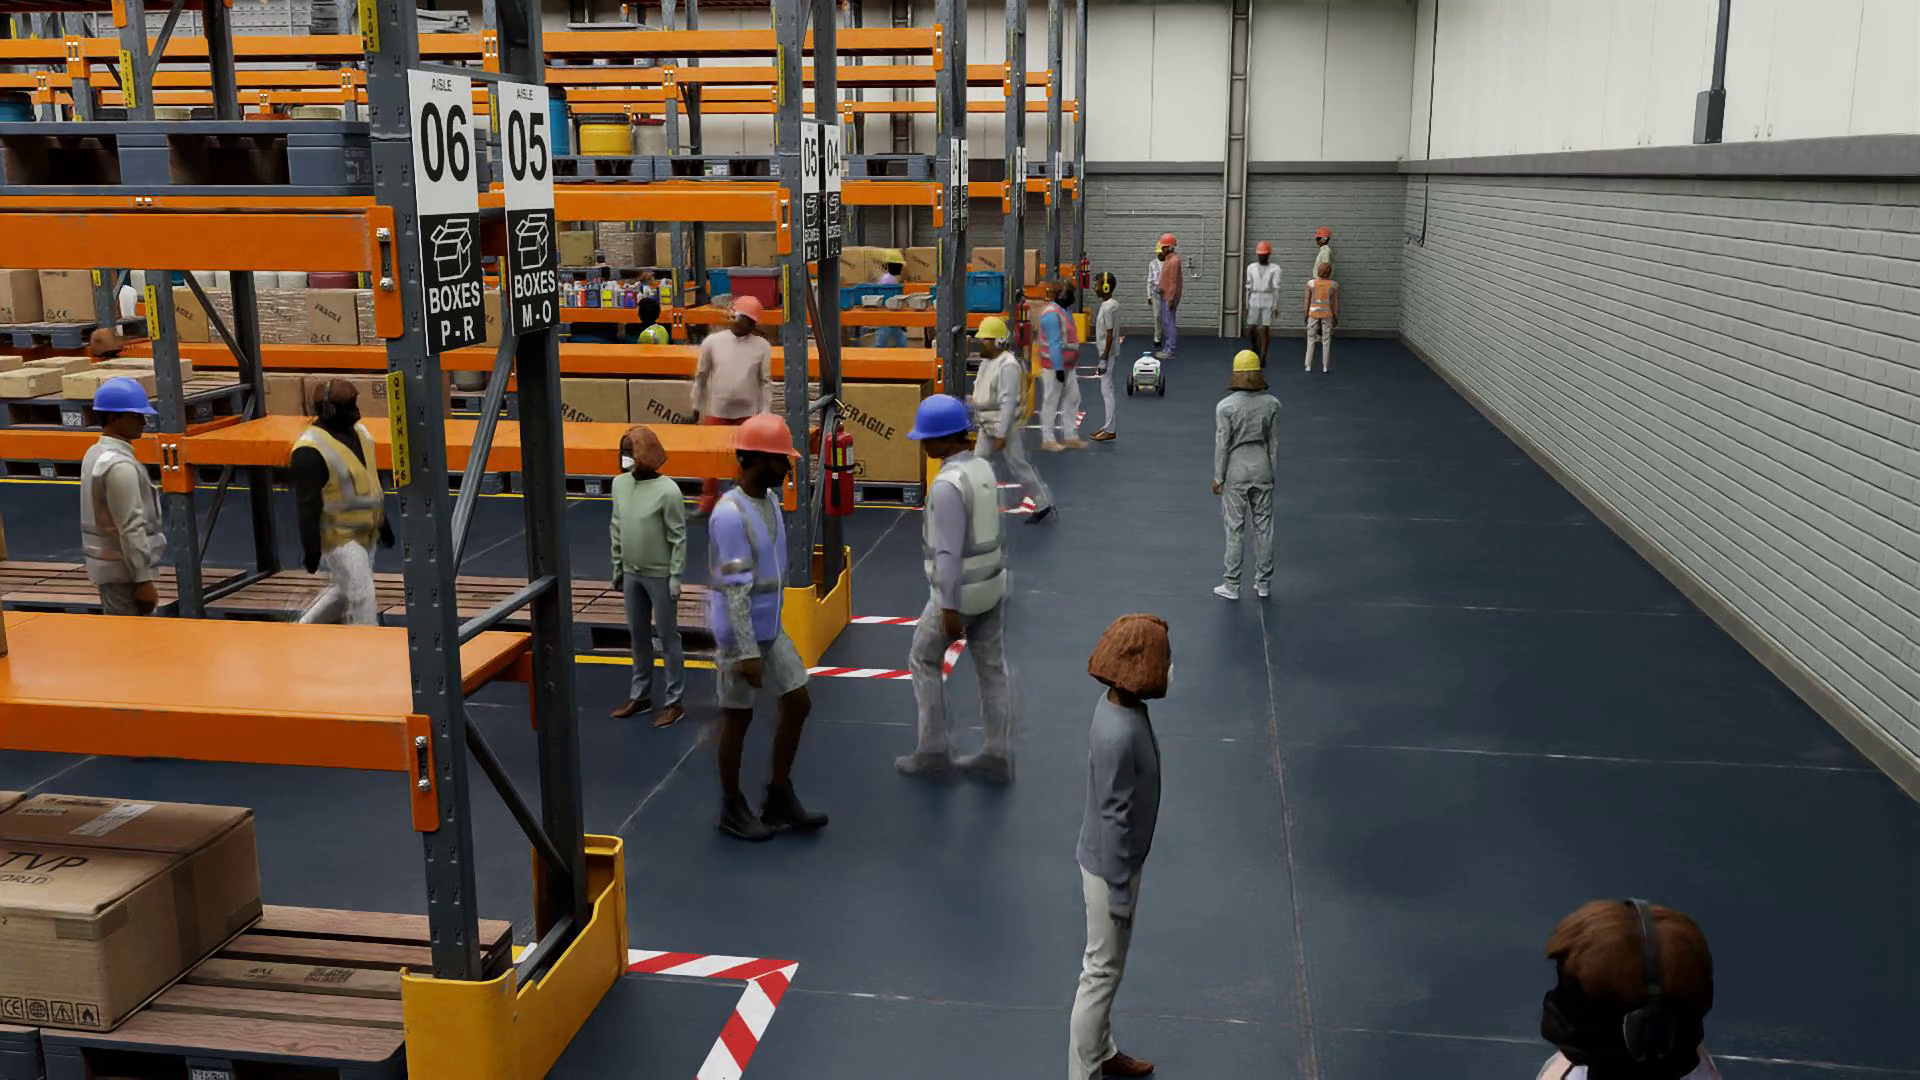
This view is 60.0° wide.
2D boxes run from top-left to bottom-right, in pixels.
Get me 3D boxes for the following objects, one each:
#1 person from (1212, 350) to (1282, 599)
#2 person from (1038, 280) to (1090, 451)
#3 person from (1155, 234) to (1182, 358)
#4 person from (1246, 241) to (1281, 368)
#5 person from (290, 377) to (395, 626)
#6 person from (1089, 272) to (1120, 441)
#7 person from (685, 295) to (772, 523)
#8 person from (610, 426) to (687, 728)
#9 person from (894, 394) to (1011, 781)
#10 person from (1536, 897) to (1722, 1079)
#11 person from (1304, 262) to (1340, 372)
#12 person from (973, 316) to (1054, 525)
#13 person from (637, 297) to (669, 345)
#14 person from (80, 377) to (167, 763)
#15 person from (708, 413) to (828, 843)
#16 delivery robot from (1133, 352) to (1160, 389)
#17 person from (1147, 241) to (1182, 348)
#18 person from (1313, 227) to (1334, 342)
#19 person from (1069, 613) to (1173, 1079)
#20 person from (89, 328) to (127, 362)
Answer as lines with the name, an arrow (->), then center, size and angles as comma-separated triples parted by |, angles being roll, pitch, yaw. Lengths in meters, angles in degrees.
person -> 1.989, -0.455, 11.617 | 0.483, 1.737, 0.312 | -3, 13, -14
person -> 1.095, -1.844, 17.707 | 0.547, 1.823, 0.698 | 5, 14, 23
person -> 3.334, -3.893, 26.587 | 0.414, 1.982, 0.628 | -1, 13, -3
person -> 4.589, -3.576, 25.282 | 0.541, 1.923, 0.412 | 5, 14, 23
person -> -3.606, -0.042, 9.587 | 0.821, 1.819, 0.635 | 2, 13, 9
person -> 1.606, -2.031, 18.433 | 0.329, 1.872, 0.509 | 2, 13, 8
person -> -1.964, -1.079, 13.969 | 0.778, 1.943, 0.480 | -2, 13, -10
person -> -1.674, 0.194, 8.923 | 0.501, 1.633, 0.283 | 8, 15, 33
person -> -0.057, 0.237, 8.086 | 0.698, 1.912, 0.643 | 7, 14, 27
person -> 1.041, 1.455, 2.761 | 0.429, 1.844, 0.623 | 2, 13, 8
person -> 5.366, -3.301, 24.710 | 0.519, 1.633, 0.311 | 3, 13, 15
person -> 0.371, -0.974, 13.870 | 0.951, 1.789, 0.601 | -6, 14, -25
person -> -3.138, -1.634, 17.028 | 0.319, 1.698, 0.532 | 2, 13, 8
person -> -4.203, 0.150, 8.419 | 0.402, 1.943, 0.605 | -9, 16, -36
person -> -0.856, 0.411, 7.301 | 0.540, 1.917, 0.622 | 5, 14, 23
delivery robot -> 2.514, -2.283, 22.348 | 0.477, 0.478, 0.707 | 2, 13, 8
person -> 3.437, -4.147, 28.110 | 0.605, 1.816, 0.403 | 7, 14, 29
person -> 6.369, -4.489, 29.244 | 0.377, 1.995, 0.608 | 2, 13, 8
person -> 0.504, 1.019, 5.220 | 0.288, 1.629, 0.501 | 2, 13, 11
person -> -7.457, -1.043, 14.535 | 0.706, 1.604, 0.533 | 1, 13, 5
